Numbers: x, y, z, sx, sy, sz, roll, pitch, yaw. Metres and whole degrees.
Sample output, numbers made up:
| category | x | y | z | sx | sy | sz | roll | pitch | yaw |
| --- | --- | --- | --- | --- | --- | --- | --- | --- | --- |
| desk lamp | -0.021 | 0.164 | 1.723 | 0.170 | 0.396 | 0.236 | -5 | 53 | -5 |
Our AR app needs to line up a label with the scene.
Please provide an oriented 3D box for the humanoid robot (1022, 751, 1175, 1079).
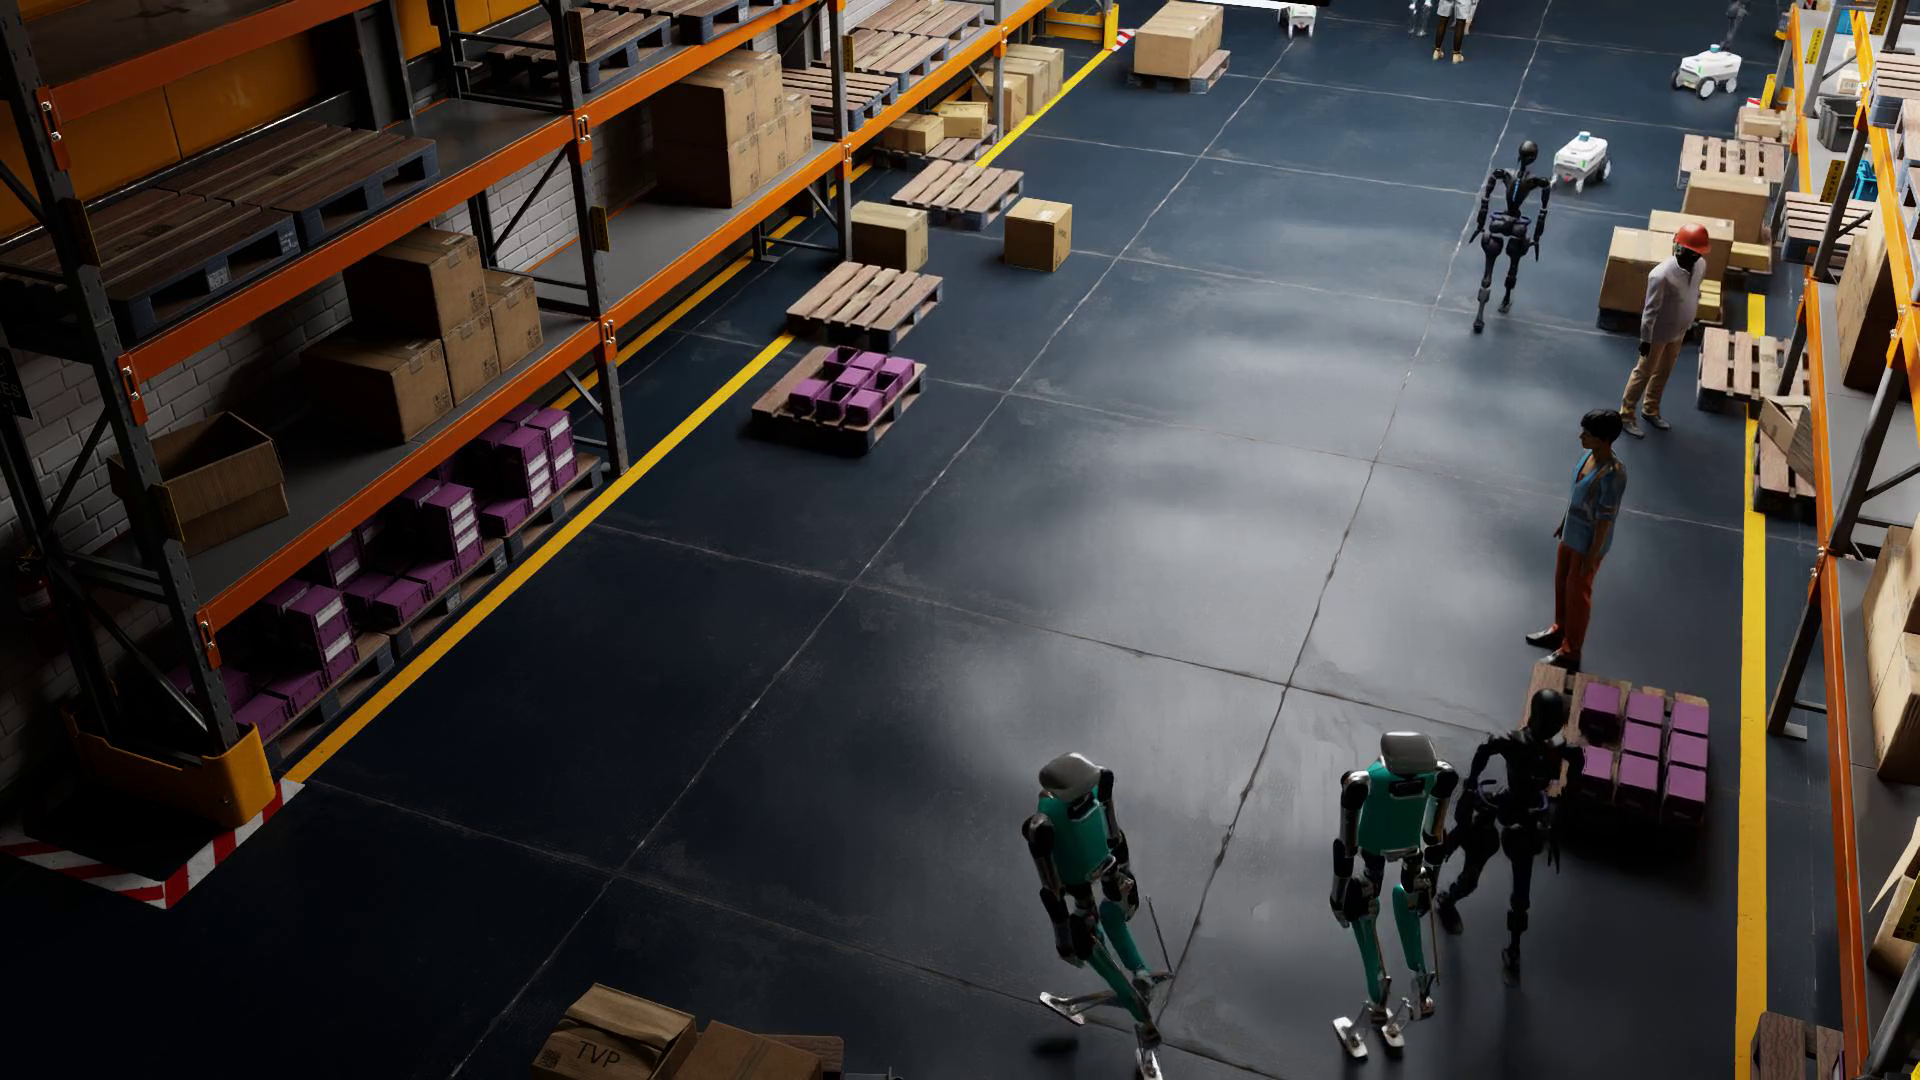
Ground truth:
| category | x | y | z | sx | sy | sz | roll | pitch | yaw |
| --- | --- | --- | --- | --- | --- | --- | --- | --- | --- |
| humanoid robot | 0.741 | 1.786 | 7.466 | 0.942 | 1.716 | 0.586 | 26 | 41 | 34 |

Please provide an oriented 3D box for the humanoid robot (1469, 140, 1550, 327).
| category | x | y | z | sx | sy | sz | roll | pitch | yaw |
| --- | --- | --- | --- | --- | --- | --- | --- | --- | --- |
| humanoid robot | 4.759 | -2.668 | 14.482 | 0.614 | 1.641 | 0.777 | 14 | 35 | 20 |

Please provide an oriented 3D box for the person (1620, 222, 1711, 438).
| category | x | y | z | sx | sy | sz | roll | pitch | yaw |
| --- | --- | --- | --- | --- | --- | --- | --- | --- | --- |
| person | 5.423 | -1.609 | 12.726 | 0.555 | 1.744 | 0.344 | -18 | 37 | -26 |

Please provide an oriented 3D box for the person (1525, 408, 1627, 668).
| category | x | y | z | sx | sy | sz | roll | pitch | yaw |
| --- | --- | --- | --- | --- | --- | --- | --- | --- | --- |
| person | 3.825 | -0.011 | 10.238 | 0.332 | 1.757 | 0.507 | -1 | 33 | -1 |

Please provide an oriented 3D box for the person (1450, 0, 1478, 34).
| category | x | y | z | sx | sy | sz | roll | pitch | yaw |
| --- | --- | --- | --- | --- | --- | --- | --- | --- | --- |
| person | 6.786 | -7.593 | 21.964 | 0.490 | 1.756 | 0.372 | 1 | 33 | 2 |

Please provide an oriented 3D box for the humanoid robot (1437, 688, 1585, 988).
| category | x | y | z | sx | sy | sz | roll | pitch | yaw |
| --- | --- | --- | --- | --- | --- | --- | --- | --- | --- |
| humanoid robot | 2.673 | 1.406 | 8.141 | 0.594 | 1.633 | 0.612 | 0 | 33 | 0 |

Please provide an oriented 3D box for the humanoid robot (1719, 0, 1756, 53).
| category | x | y | z | sx | sy | sz | roll | pitch | yaw |
| --- | --- | --- | --- | --- | --- | --- | --- | --- | --- |
| humanoid robot | 9.653 | -6.692 | 20.657 | 0.451 | 1.648 | 0.603 | 16 | 36 | 24 |

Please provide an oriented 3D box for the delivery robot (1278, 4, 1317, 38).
| category | x | y | z | sx | sy | sz | roll | pitch | yaw |
| --- | --- | --- | --- | --- | --- | --- | --- | --- | --- |
| delivery robot | 4.552 | -7.076 | 22.267 | 0.499 | 0.582 | 0.773 | 2 | 33 | 3 |

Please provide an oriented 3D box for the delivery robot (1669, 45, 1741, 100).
| category | x | y | z | sx | sy | sz | roll | pitch | yaw |
| --- | --- | --- | --- | --- | --- | --- | --- | --- | --- |
| delivery robot | 9.044 | -5.665 | 20.110 | 0.814 | 0.611 | 0.499 | -14 | 35 | -21 |

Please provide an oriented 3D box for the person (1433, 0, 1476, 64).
| category | x | y | z | sx | sy | sz | roll | pitch | yaw |
| --- | --- | --- | --- | --- | --- | --- | --- | --- | --- |
| person | 6.256 | -6.856 | 20.890 | 0.534 | 1.692 | 0.319 | 23 | 40 | 32 |

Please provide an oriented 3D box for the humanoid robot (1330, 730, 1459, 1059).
| category | x | y | z | sx | sy | sz | roll | pitch | yaw |
| --- | --- | --- | --- | --- | --- | --- | --- | --- | --- |
| humanoid robot | 1.991 | 1.710 | 7.535 | 0.530 | 1.731 | 0.690 | -6 | 33 | -9 |

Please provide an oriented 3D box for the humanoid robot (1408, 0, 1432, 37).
| category | x | y | z | sx | sy | sz | roll | pitch | yaw |
| --- | --- | --- | --- | --- | --- | --- | --- | --- | --- |
| humanoid robot | 6.129 | -7.421 | 21.734 | 0.532 | 1.788 | 0.778 | 17 | 37 | 24 |

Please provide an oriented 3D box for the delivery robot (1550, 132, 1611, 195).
| category | x | y | z | sx | sy | sz | roll | pitch | yaw |
| --- | --- | --- | --- | --- | --- | --- | --- | --- | --- |
| delivery robot | 6.533 | -3.999 | 17.525 | 0.499 | 0.603 | 0.794 | 22 | 39 | 30 |

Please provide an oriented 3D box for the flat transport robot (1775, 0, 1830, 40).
| category | x | y | z | sx | sy | sz | roll | pitch | yaw |
| --- | --- | --- | --- | --- | --- | --- | --- | --- | --- |
| flat transport robot | 11.335 | -6.445 | 21.566 | 0.659 | 0.231 | 1.431 | -8 | 34 | -13 |
